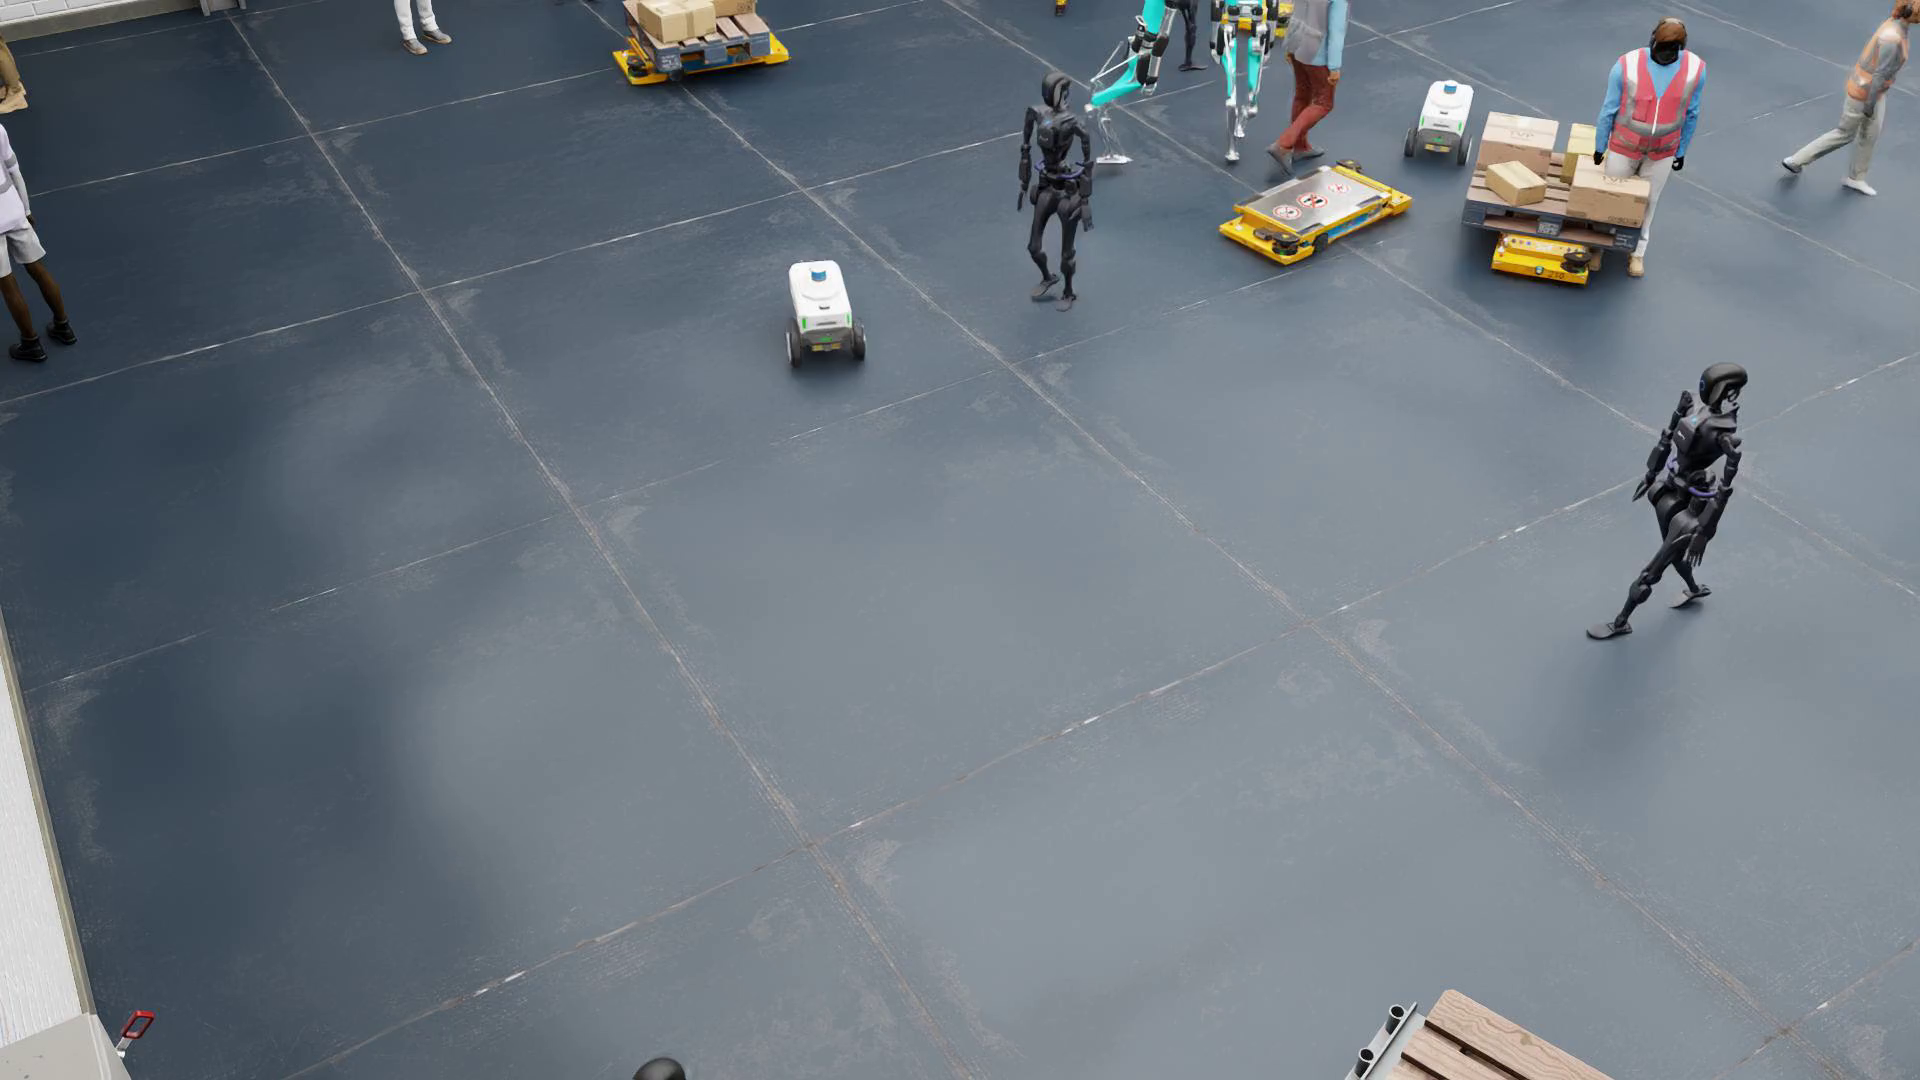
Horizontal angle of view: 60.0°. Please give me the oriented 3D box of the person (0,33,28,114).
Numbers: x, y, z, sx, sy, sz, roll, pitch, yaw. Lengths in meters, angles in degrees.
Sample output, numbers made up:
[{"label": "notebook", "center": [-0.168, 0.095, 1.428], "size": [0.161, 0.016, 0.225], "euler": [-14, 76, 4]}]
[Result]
[{"label": "person", "center": [-8.102, -4.423, 13.672], "size": [0.366, 1.762, 0.522], "euler": [-17, 41, -20]}]

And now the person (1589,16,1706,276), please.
[{"label": "person", "center": [4.683, -2.704, 11.450], "size": [0.637, 1.830, 0.429], "euler": [7, 39, 9]}]

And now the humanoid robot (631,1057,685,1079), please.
[{"label": "humanoid robot", "center": [-0.866, 2.219, 5.403], "size": [0.599, 1.636, 0.792], "euler": [15, 41, 18]}]

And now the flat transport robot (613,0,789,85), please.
[{"label": "flat transport robot", "center": [-2.305, -4.344, 14.774], "size": [1.431, 0.231, 0.659], "euler": [-15, 41, -18]}]

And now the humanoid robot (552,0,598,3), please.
[{"label": "humanoid robot", "center": [-3.756, -5.879, 15.588], "size": [0.612, 1.655, 0.384], "euler": [-17, 41, -20]}]

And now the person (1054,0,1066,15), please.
[{"label": "person", "center": [1.116, -5.883, 15.556], "size": [0.525, 1.697, 0.946], "euler": [2, 38, 2]}]

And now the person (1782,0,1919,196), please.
[{"label": "person", "center": [6.755, -3.396, 12.496], "size": [0.665, 1.600, 0.514], "euler": [27, 46, 30]}]

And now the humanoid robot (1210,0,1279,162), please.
[{"label": "humanoid robot", "center": [2.224, -3.785, 12.905], "size": [0.531, 1.755, 0.952], "euler": [-1, 38, -2]}]

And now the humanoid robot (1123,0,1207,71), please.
[{"label": "humanoid robot", "center": [1.813, -4.787, 14.243], "size": [0.752, 1.647, 0.610], "euler": [-11, 40, -13]}]

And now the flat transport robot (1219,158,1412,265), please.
[{"label": "flat transport robot", "center": [2.661, -2.456, 12.391], "size": [1.431, 0.231, 0.659], "euler": [-28, 46, -30]}]

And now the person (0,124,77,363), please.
[{"label": "person", "center": [-6.122, -2.025, 10.504], "size": [0.368, 1.939, 0.543], "euler": [21, 43, 24]}]

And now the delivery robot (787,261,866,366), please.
[{"label": "delivery robot", "center": [-0.920, -1.542, 10.982], "size": [0.499, 0.565, 0.745], "euler": [-7, 39, -9]}]

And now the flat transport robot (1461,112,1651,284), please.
[{"label": "flat transport robot", "center": [4.338, -2.336, 12.239], "size": [0.659, 0.231, 1.431], "euler": [13, 40, 16]}]

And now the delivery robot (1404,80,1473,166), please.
[{"label": "delivery robot", "center": [3.872, -3.356, 13.309], "size": [0.499, 0.611, 0.792], "euler": [13, 40, 15]}]

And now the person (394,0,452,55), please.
[{"label": "person", "center": [-4.866, -5.265, 14.637], "size": [0.362, 1.882, 0.574], "euler": [24, 44, 27]}]

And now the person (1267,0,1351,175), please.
[{"label": "person", "center": [2.674, -3.705, 12.690], "size": [0.576, 1.860, 0.585], "euler": [-17, 41, -20]}]

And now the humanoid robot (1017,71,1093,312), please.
[{"label": "humanoid robot", "center": [0.655, -2.318, 11.082], "size": [0.603, 1.660, 0.317], "euler": [26, 45, 29]}]

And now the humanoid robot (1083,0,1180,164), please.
[{"label": "humanoid robot", "center": [1.238, -3.608, 12.669], "size": [0.837, 1.763, 0.543], "euler": [-6, 39, -7]}]

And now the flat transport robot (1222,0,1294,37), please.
[{"label": "flat transport robot", "center": [3.103, -5.132, 15.768], "size": [0.659, 0.231, 1.431], "euler": [22, 44, 26]}]

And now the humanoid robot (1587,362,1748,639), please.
[{"label": "humanoid robot", "center": [3.706, -0.207, 8.459], "size": [0.782, 1.628, 0.601], "euler": [-8, 39, -10]}]
